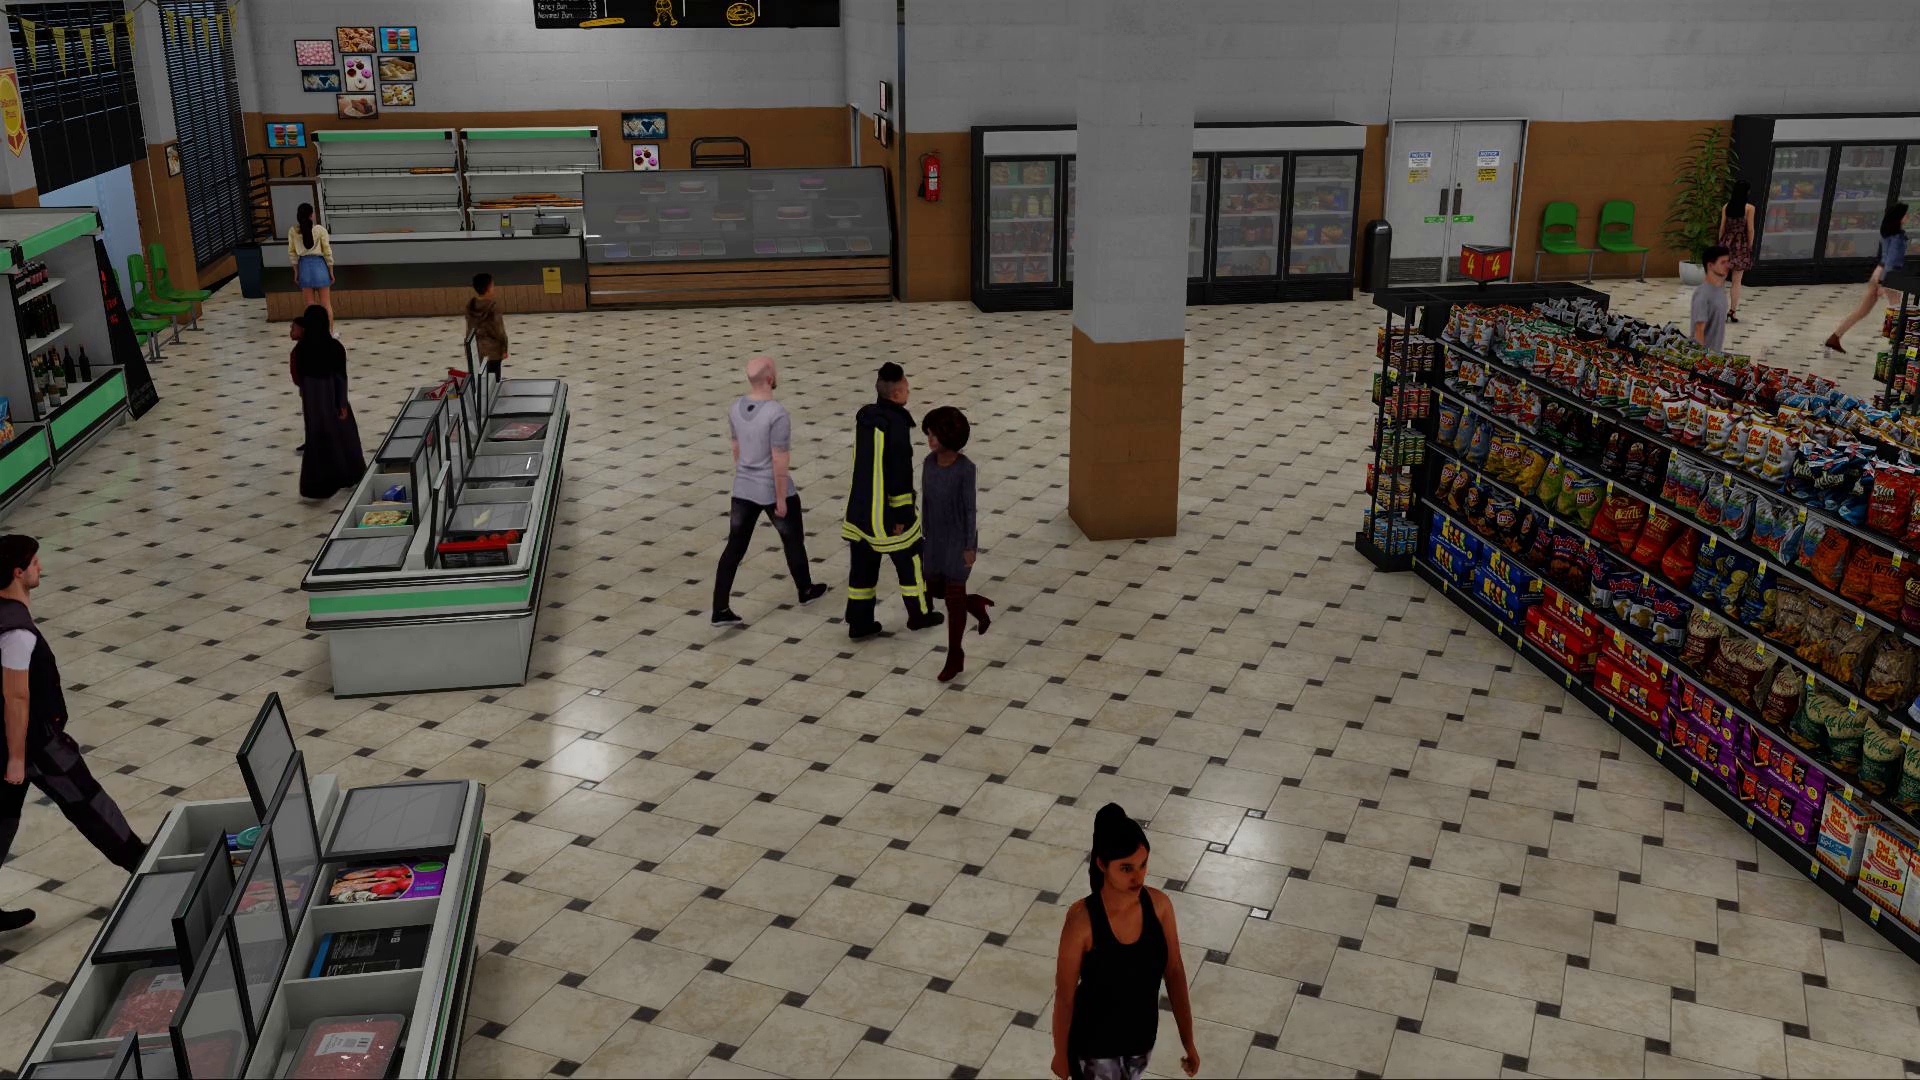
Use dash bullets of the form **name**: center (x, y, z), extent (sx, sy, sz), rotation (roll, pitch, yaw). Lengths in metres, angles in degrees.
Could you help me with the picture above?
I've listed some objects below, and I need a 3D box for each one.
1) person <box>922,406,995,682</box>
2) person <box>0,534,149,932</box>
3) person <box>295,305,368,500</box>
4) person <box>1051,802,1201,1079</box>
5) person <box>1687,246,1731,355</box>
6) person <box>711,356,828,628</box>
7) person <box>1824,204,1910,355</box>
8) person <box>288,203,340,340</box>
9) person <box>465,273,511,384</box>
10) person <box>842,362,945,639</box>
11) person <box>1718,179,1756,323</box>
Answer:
- **person**: center (-0.004, 0.004, 10.223), extent (0.920, 1.695, 0.958), rotation (14, 23, 36)
- **person**: center (-4.243, 0.925, 7.323), extent (1.224, 1.802, 1.203), rotation (17, 25, 41)
- **person**: center (-5.280, -1.120, 13.712), extent (0.802, 1.595, 1.163), rotation (1, 19, 4)
- **person**: center (0.454, 1.616, 5.536), extent (0.852, 1.635, 1.045), rotation (-14, 23, -35)
- **person**: center (6.685, -1.700, 14.977), extent (0.789, 1.886, 0.749), rotation (15, 24, 37)
- **person**: center (-1.360, -0.265, 10.882), extent (1.214, 1.784, 1.317), rotation (11, 22, 30)
- **person**: center (10.297, -2.877, 18.715), extent (0.940, 1.728, 1.208), rotation (3, 19, 8)
- **person**: center (-7.695, -3.183, 19.777), extent (0.632, 1.630, 0.512), rotation (-3, 19, -10)
- **person**: center (-4.615, -1.829, 16.049), extent (0.711, 1.446, 0.741), rotation (7, 20, 20)
- **person**: center (-0.558, -0.219, 10.660), extent (1.035, 1.838, 1.079), rotation (17, 25, 42)
- **person**: center (9.714, -3.629, 20.873), extent (0.859, 1.774, 0.782), rotation (-17, 25, -41)
